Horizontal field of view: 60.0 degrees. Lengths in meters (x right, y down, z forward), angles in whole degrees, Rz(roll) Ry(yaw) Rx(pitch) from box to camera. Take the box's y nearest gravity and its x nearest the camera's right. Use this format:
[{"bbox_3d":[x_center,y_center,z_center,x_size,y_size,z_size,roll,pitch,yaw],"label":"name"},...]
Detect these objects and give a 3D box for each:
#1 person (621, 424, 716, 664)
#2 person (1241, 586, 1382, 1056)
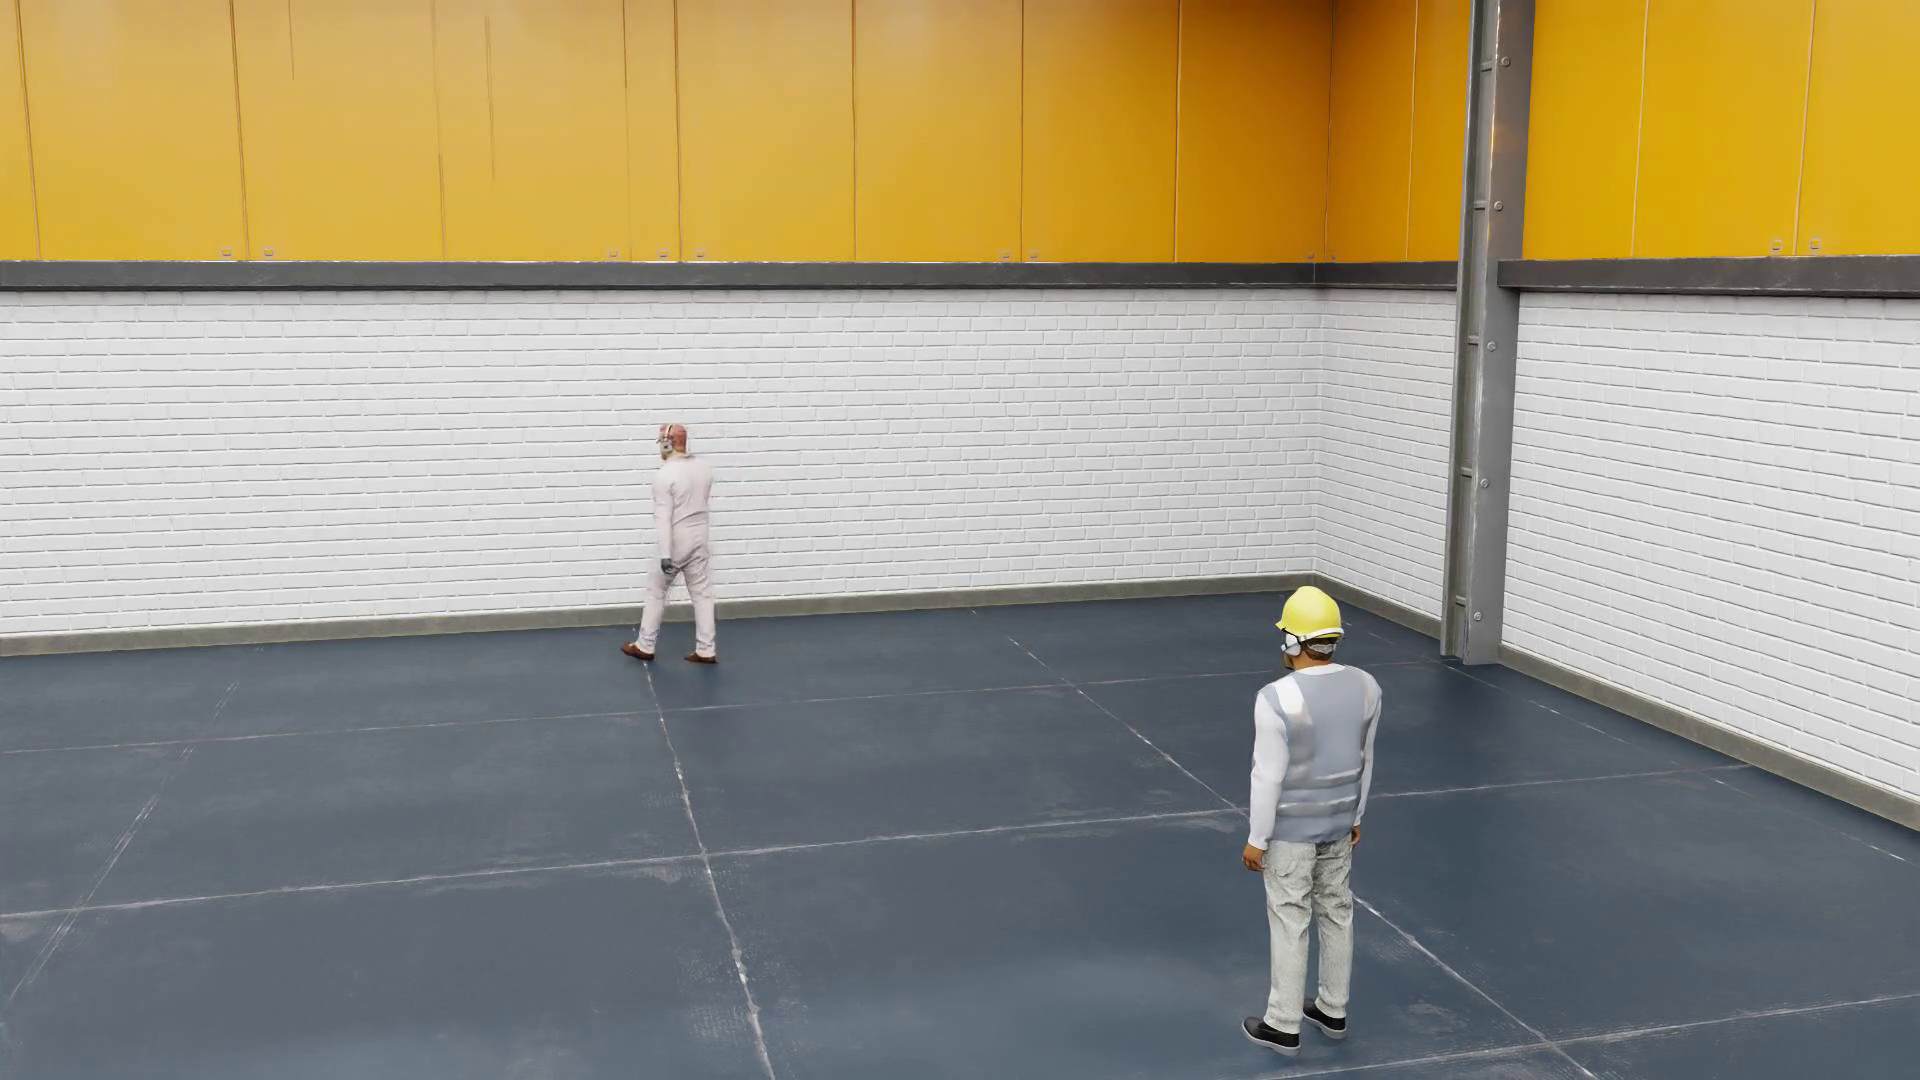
[{"bbox_3d":[-2.269,0.029,12.964,0.861,1.879,0.650,6,11,35],"label":"person"},{"bbox_3d":[1.345,1.086,6.488,0.590,1.833,0.404,-5,11,-31],"label":"person"}]
